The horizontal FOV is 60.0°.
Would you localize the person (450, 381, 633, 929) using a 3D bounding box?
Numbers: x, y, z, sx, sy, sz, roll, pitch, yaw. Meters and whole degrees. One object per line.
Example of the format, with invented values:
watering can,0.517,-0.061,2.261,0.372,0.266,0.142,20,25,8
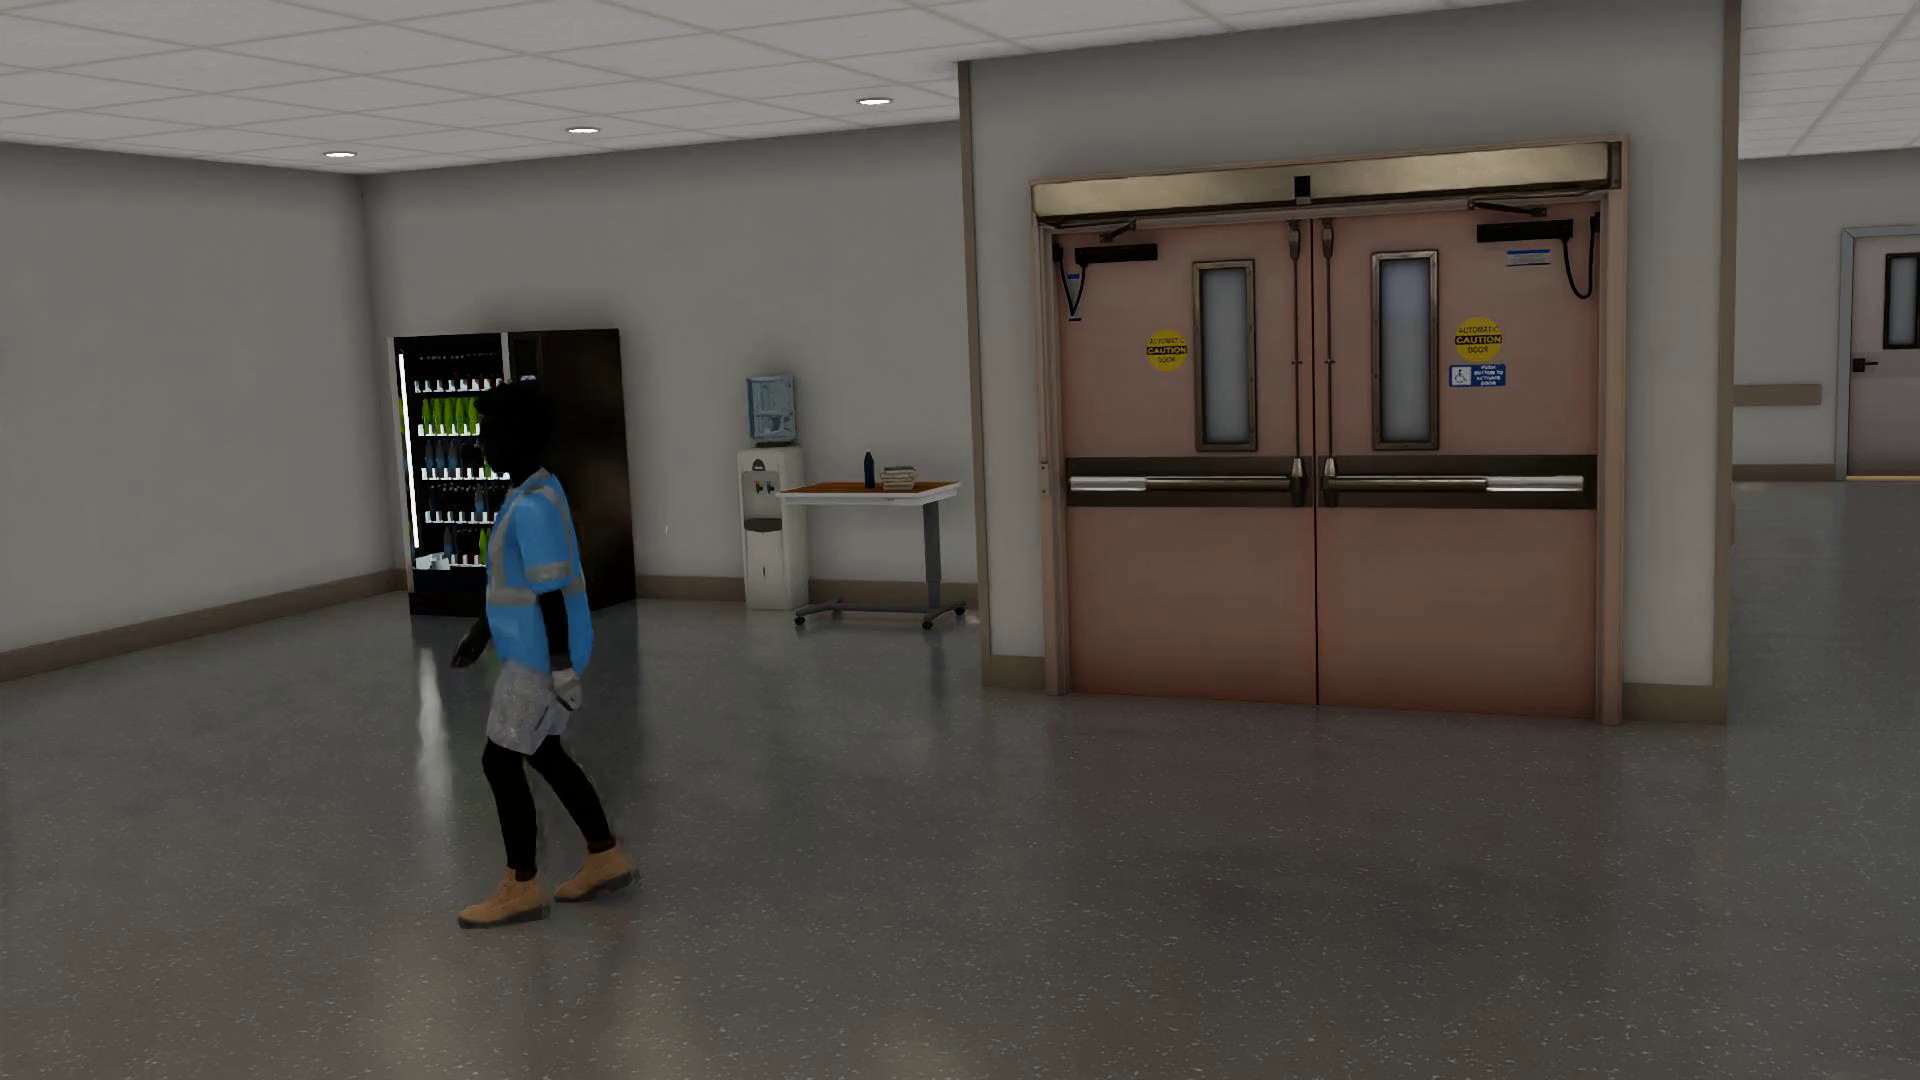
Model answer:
person,-1.308,0.347,5.116,0.537,1.664,0.556,-4,8,-12
